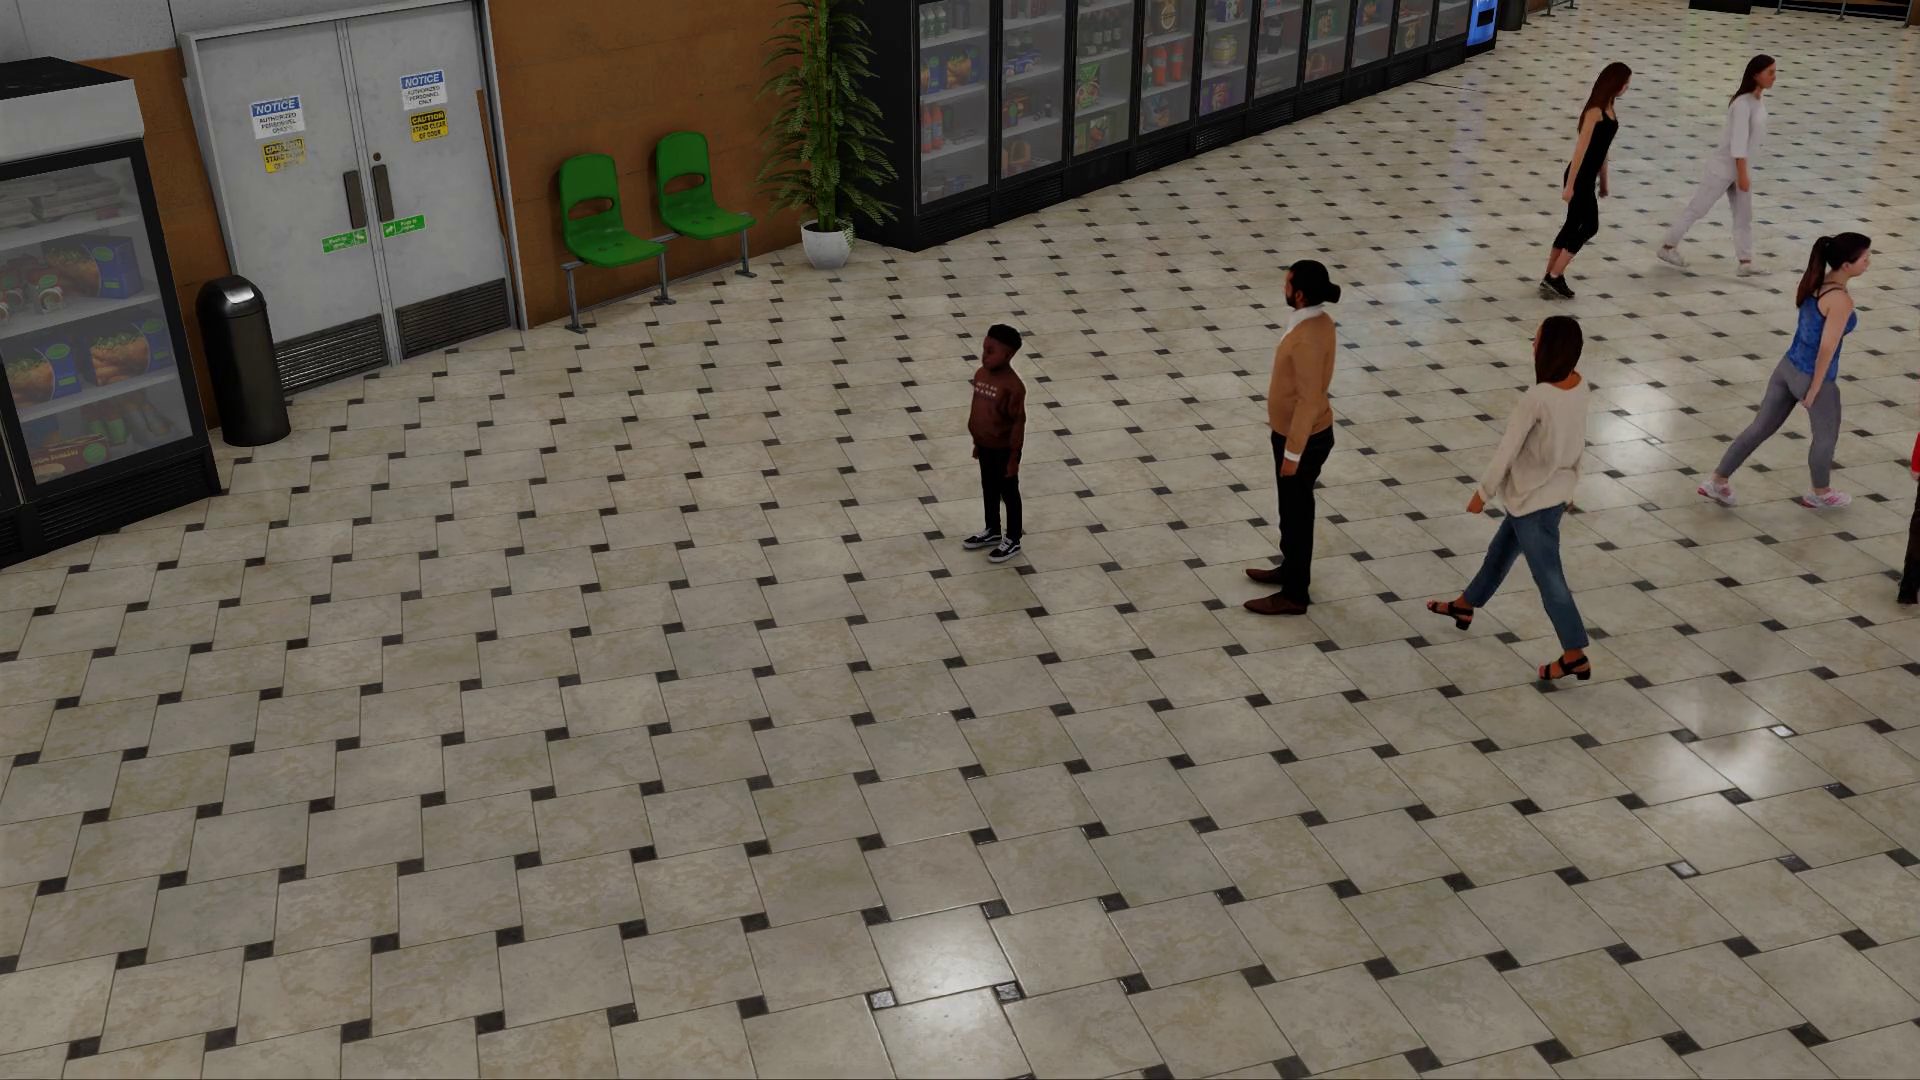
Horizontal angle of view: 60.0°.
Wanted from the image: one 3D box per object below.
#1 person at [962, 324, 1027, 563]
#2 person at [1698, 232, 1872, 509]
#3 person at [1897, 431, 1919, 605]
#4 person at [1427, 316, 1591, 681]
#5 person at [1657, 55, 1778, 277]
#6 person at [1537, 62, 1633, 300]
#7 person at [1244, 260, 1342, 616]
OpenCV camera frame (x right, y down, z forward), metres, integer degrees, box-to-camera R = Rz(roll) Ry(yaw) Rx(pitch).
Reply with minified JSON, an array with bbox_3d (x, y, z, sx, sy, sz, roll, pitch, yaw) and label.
[{"bbox_3d":[0.203,-0.502,8.467,0.618,1.254,0.465,-20,33,-34],"label":"person"},{"bbox_3d":[4.388,-0.842,8.793,1.090,1.565,1.058,-4,27,-7],"label":"person"},{"bbox_3d":[4.834,-0.348,8.153,0.749,1.263,0.726,7,28,13],"label":"person"},{"bbox_3d":[2.611,-0.130,7.313,0.739,1.633,1.124,-23,35,-38],"label":"person"},{"bbox_3d":[5.732,-2.802,12.571,1.097,1.644,0.641,22,34,37],"label":"person"},{"bbox_3d":[4.468,-2.627,12.166,0.620,1.697,0.665,21,34,35],"label":"person"},{"bbox_3d":[1.610,-0.484,7.880,0.753,1.752,0.748,6,27,11],"label":"person"}]
